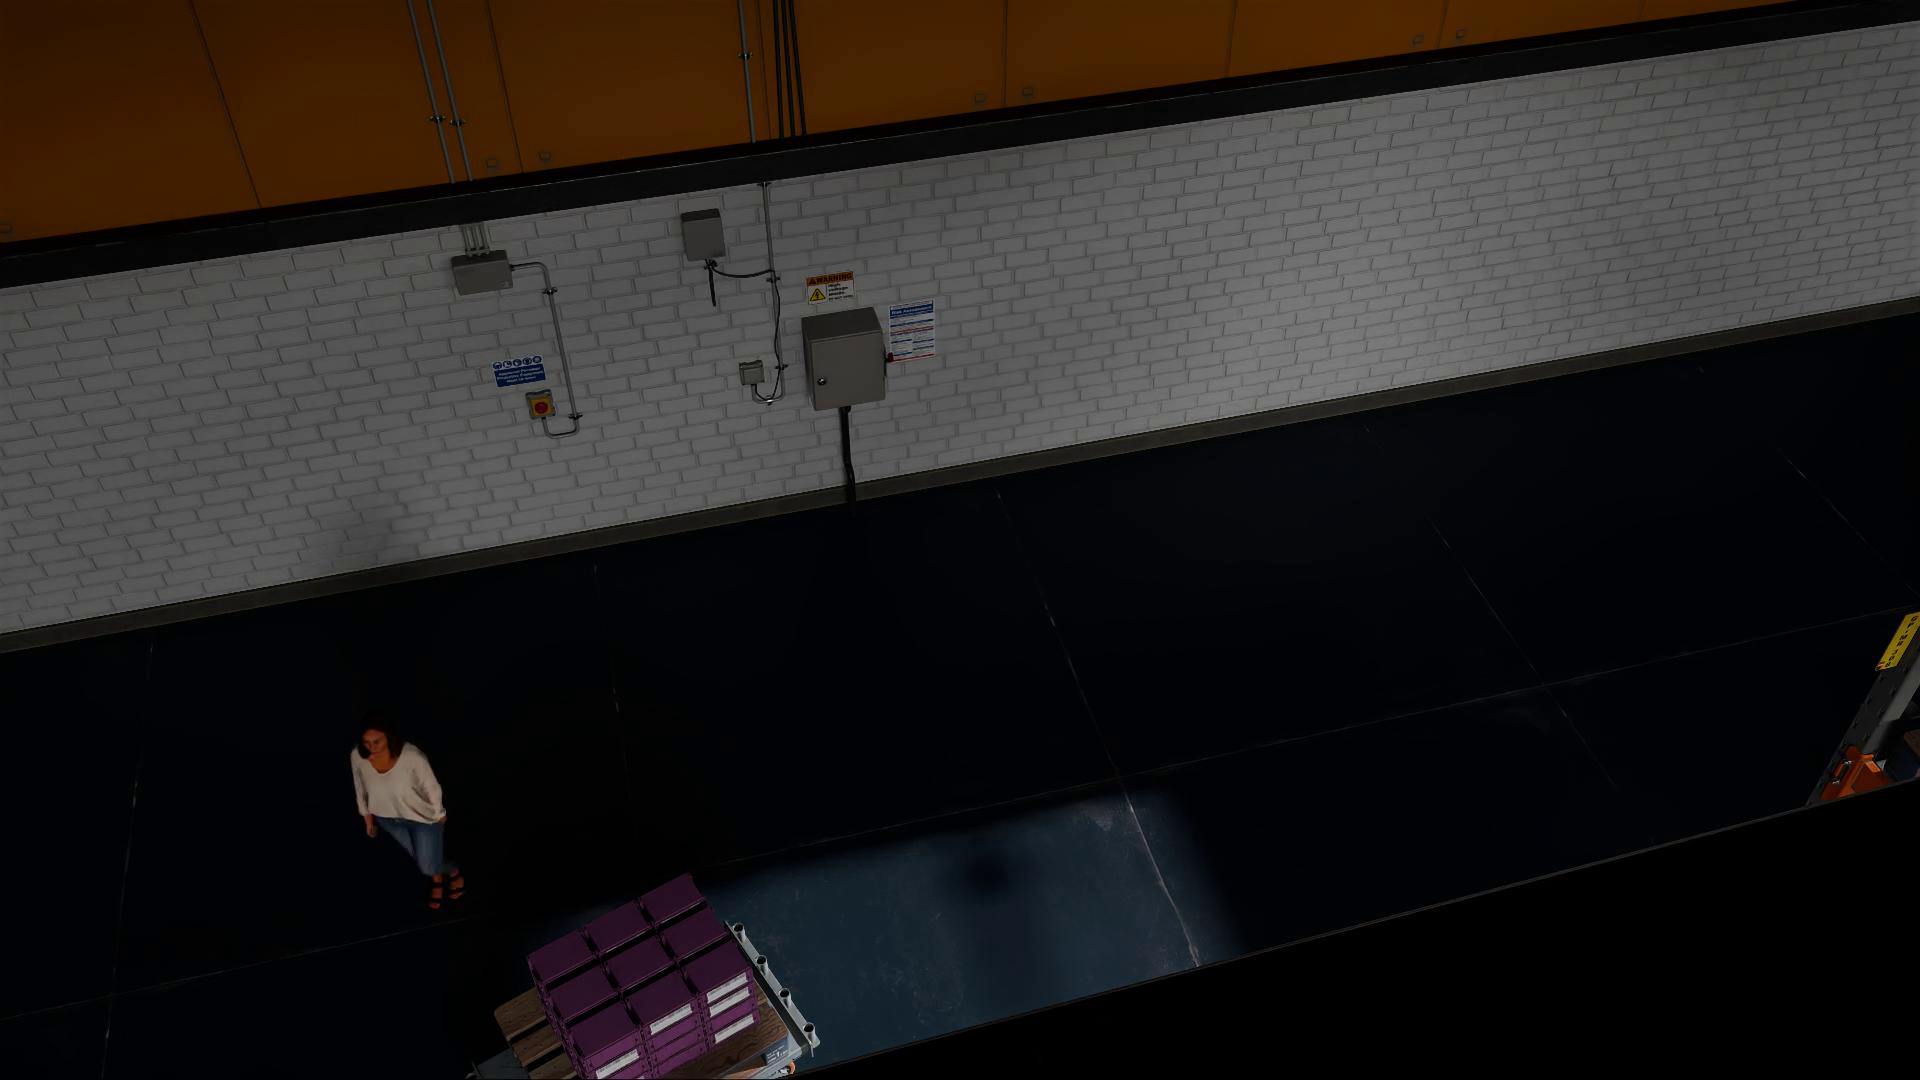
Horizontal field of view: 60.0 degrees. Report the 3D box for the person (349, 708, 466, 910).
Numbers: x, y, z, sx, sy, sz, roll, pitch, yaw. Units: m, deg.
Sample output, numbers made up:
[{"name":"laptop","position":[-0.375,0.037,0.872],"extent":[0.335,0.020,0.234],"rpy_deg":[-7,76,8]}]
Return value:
[{"name":"person","position":[-3.072,1.459,9.342],"extent":[0.712,1.674,0.725],"rpy_deg":[7,44,7]}]
